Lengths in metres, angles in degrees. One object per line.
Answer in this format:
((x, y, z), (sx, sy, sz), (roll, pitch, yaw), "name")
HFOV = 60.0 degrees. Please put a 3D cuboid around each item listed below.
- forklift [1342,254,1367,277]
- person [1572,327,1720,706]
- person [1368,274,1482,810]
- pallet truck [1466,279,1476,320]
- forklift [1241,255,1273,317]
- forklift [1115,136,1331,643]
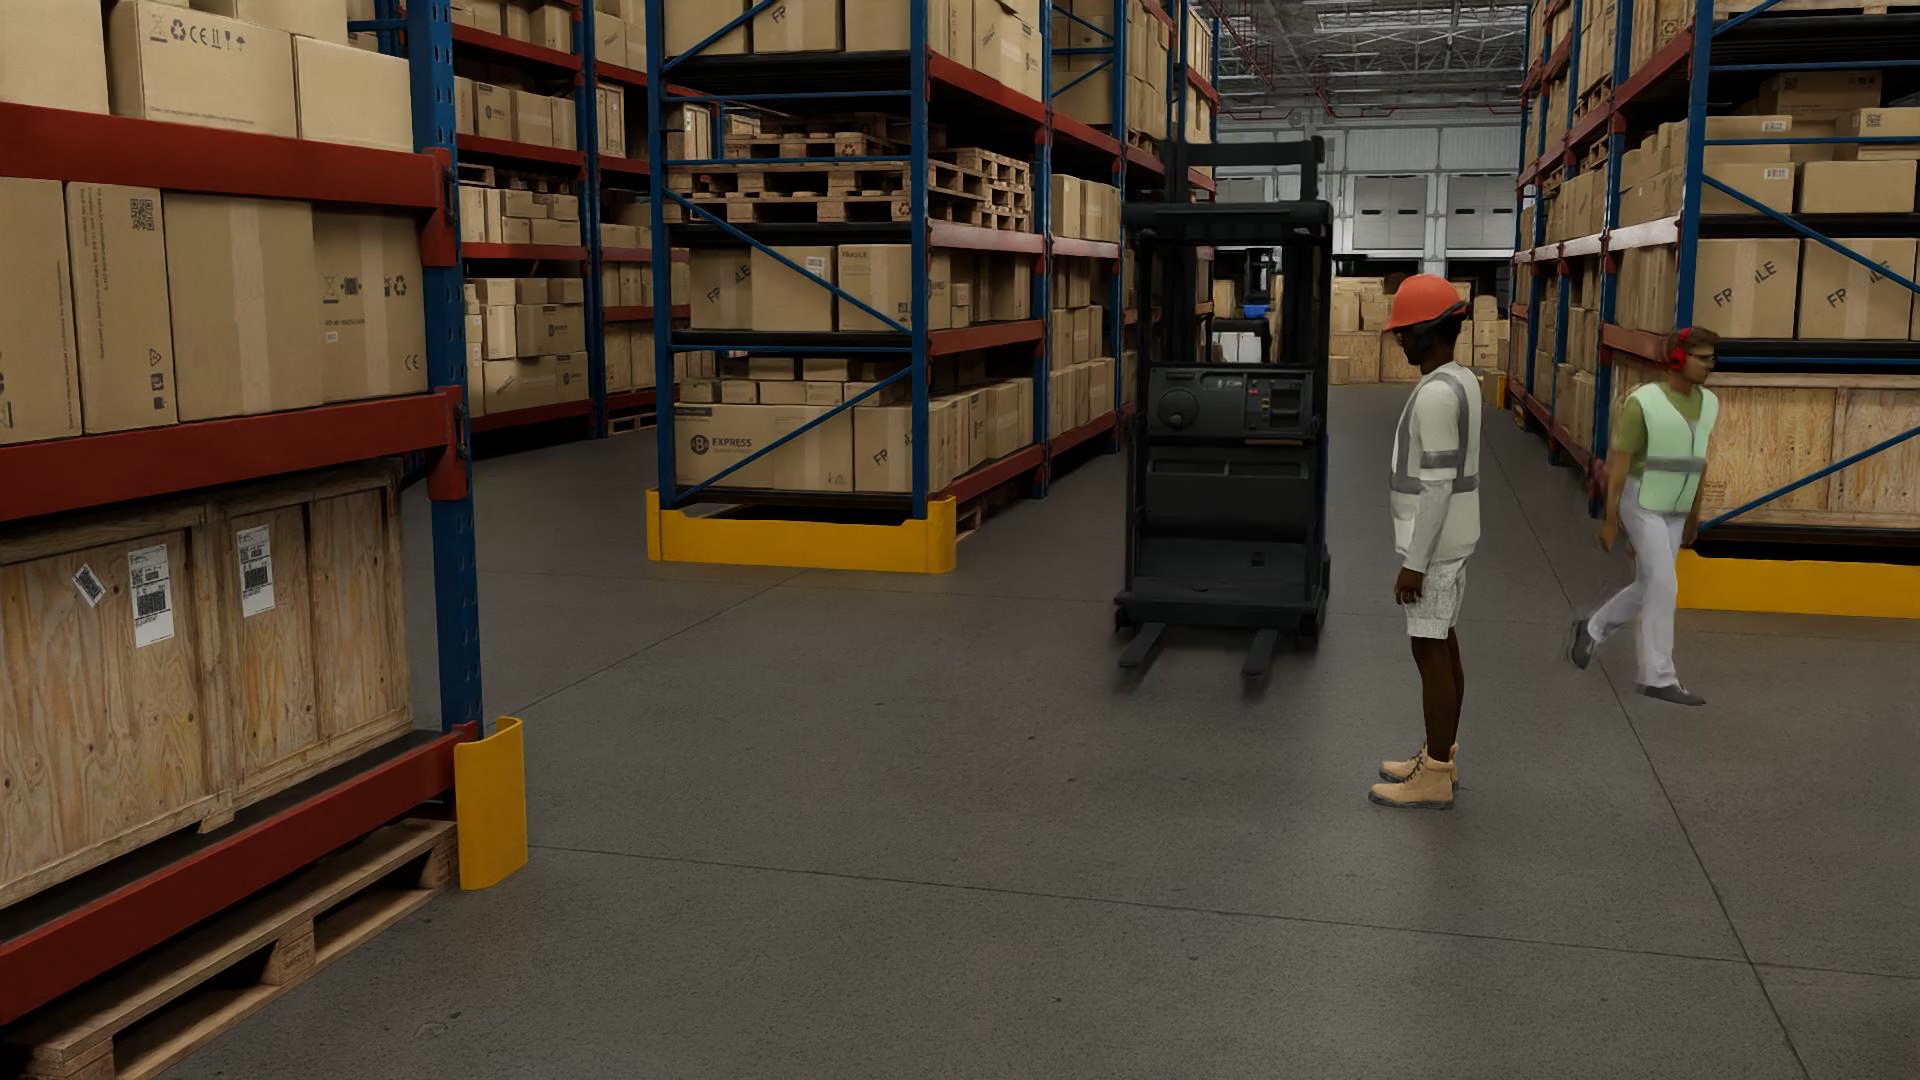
((13.037, -8.079, 55.101), (1.873, 2.768, 1.129), (-4, 10, -22), "forklift")
((3.340, -0.146, 8.120), (0.592, 1.810, 0.785), (-5, 10, -30), "person")
((1.777, 0.014, 6.363), (0.392, 2.034, 0.605), (4, 10, 24), "person")
((18.896, -8.459, 60.307), (1.885, 1.965, 0.823), (5, 10, 31), "pallet truck")
((10.551, -8.662, 58.805), (1.129, 2.768, 1.873), (2, 9, 15), "forklift")
((1.643, -0.958, 9.862), (1.129, 2.768, 1.873), (2, 9, 15), "forklift")
